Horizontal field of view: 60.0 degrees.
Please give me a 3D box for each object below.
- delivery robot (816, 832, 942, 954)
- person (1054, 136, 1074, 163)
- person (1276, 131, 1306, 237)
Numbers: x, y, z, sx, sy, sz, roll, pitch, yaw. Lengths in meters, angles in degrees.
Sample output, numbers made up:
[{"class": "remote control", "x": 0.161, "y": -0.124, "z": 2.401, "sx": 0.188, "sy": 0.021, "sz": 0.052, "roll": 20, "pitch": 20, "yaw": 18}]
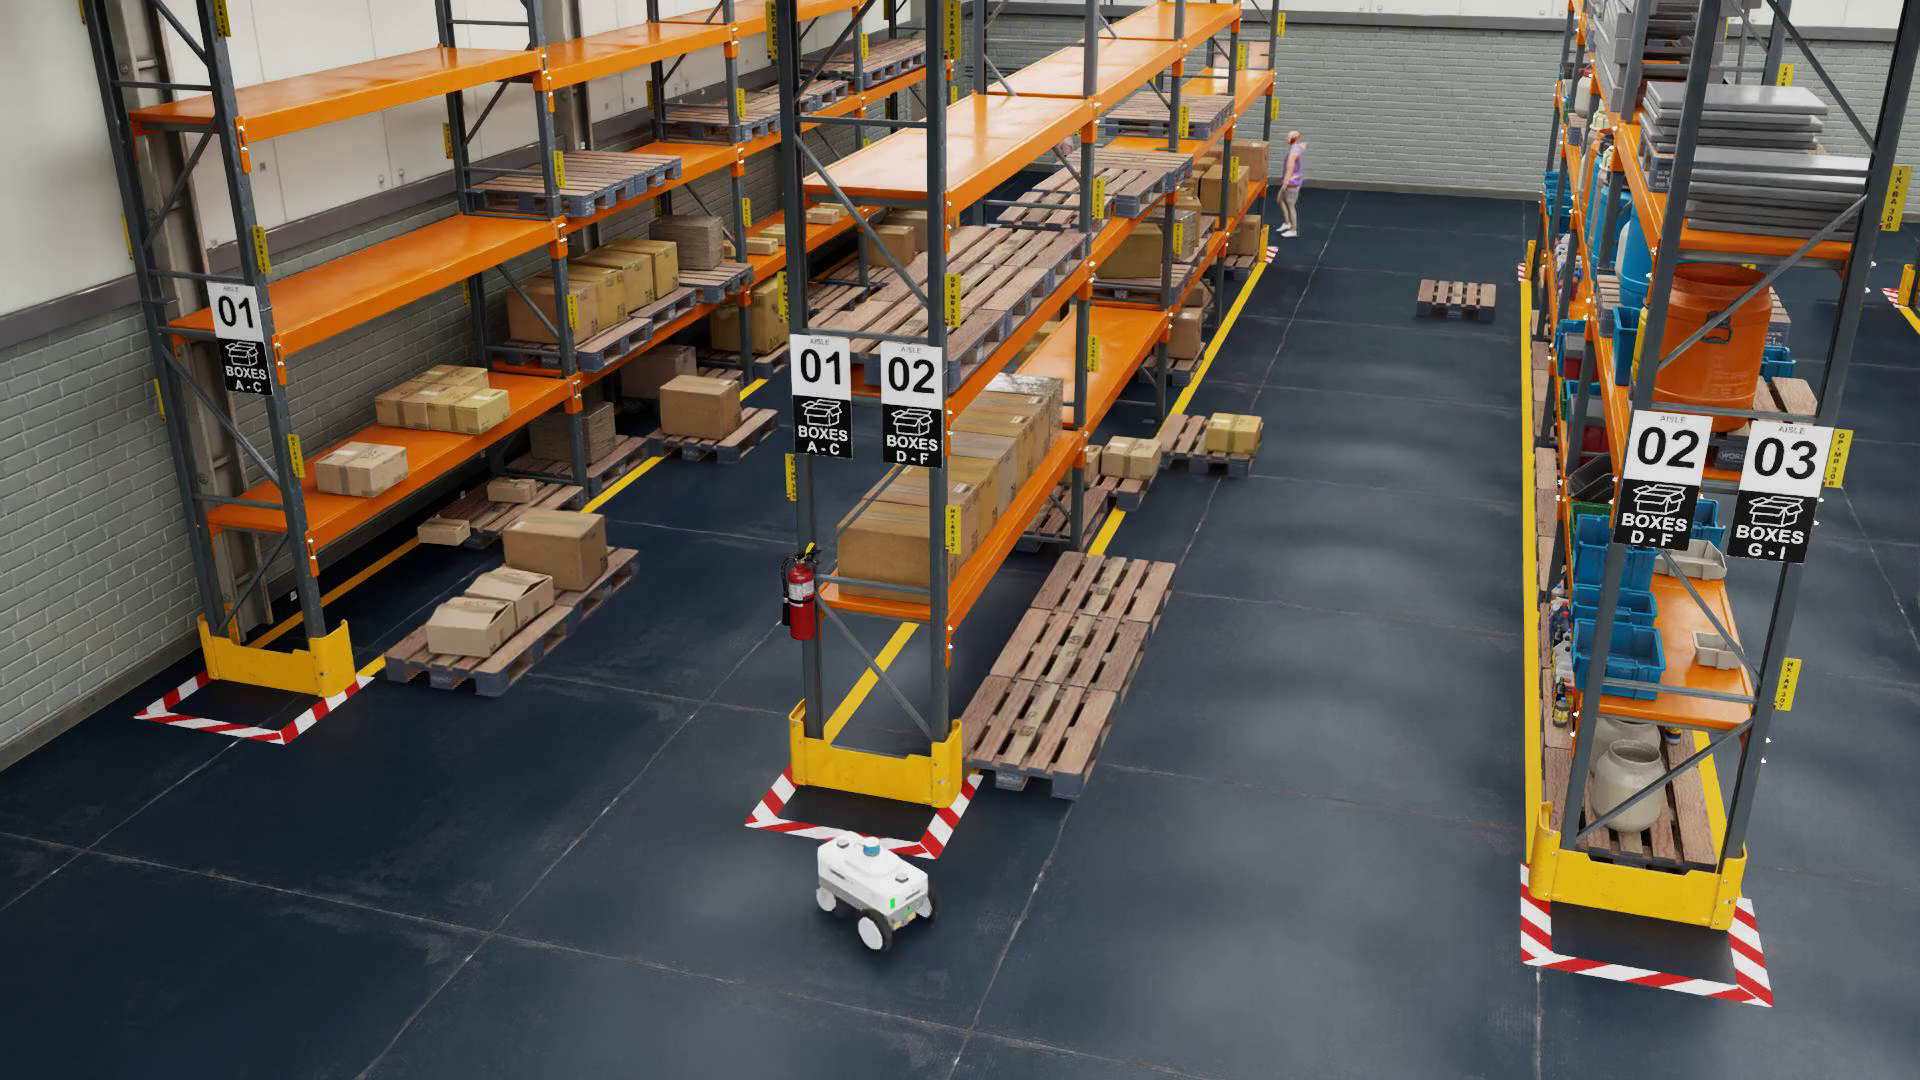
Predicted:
[{"class": "delivery robot", "x": -0.514, "y": 2.081, "z": 10.007, "sx": 0.814, "sy": 0.610, "sz": 0.499, "roll": 21, "pitch": 31, "yaw": 40}, {"class": "person", "x": 1.692, "y": -5.927, "z": 26.980, "sx": 0.331, "sy": 1.800, "sz": 0.532, "roll": 1, "pitch": 23, "yaw": 3}, {"class": "person", "x": 5.239, "y": -5.677, "z": 26.560, "sx": 0.483, "sy": 1.681, "sz": 0.491, "roll": 5, "pitch": 24, "yaw": 11}]
